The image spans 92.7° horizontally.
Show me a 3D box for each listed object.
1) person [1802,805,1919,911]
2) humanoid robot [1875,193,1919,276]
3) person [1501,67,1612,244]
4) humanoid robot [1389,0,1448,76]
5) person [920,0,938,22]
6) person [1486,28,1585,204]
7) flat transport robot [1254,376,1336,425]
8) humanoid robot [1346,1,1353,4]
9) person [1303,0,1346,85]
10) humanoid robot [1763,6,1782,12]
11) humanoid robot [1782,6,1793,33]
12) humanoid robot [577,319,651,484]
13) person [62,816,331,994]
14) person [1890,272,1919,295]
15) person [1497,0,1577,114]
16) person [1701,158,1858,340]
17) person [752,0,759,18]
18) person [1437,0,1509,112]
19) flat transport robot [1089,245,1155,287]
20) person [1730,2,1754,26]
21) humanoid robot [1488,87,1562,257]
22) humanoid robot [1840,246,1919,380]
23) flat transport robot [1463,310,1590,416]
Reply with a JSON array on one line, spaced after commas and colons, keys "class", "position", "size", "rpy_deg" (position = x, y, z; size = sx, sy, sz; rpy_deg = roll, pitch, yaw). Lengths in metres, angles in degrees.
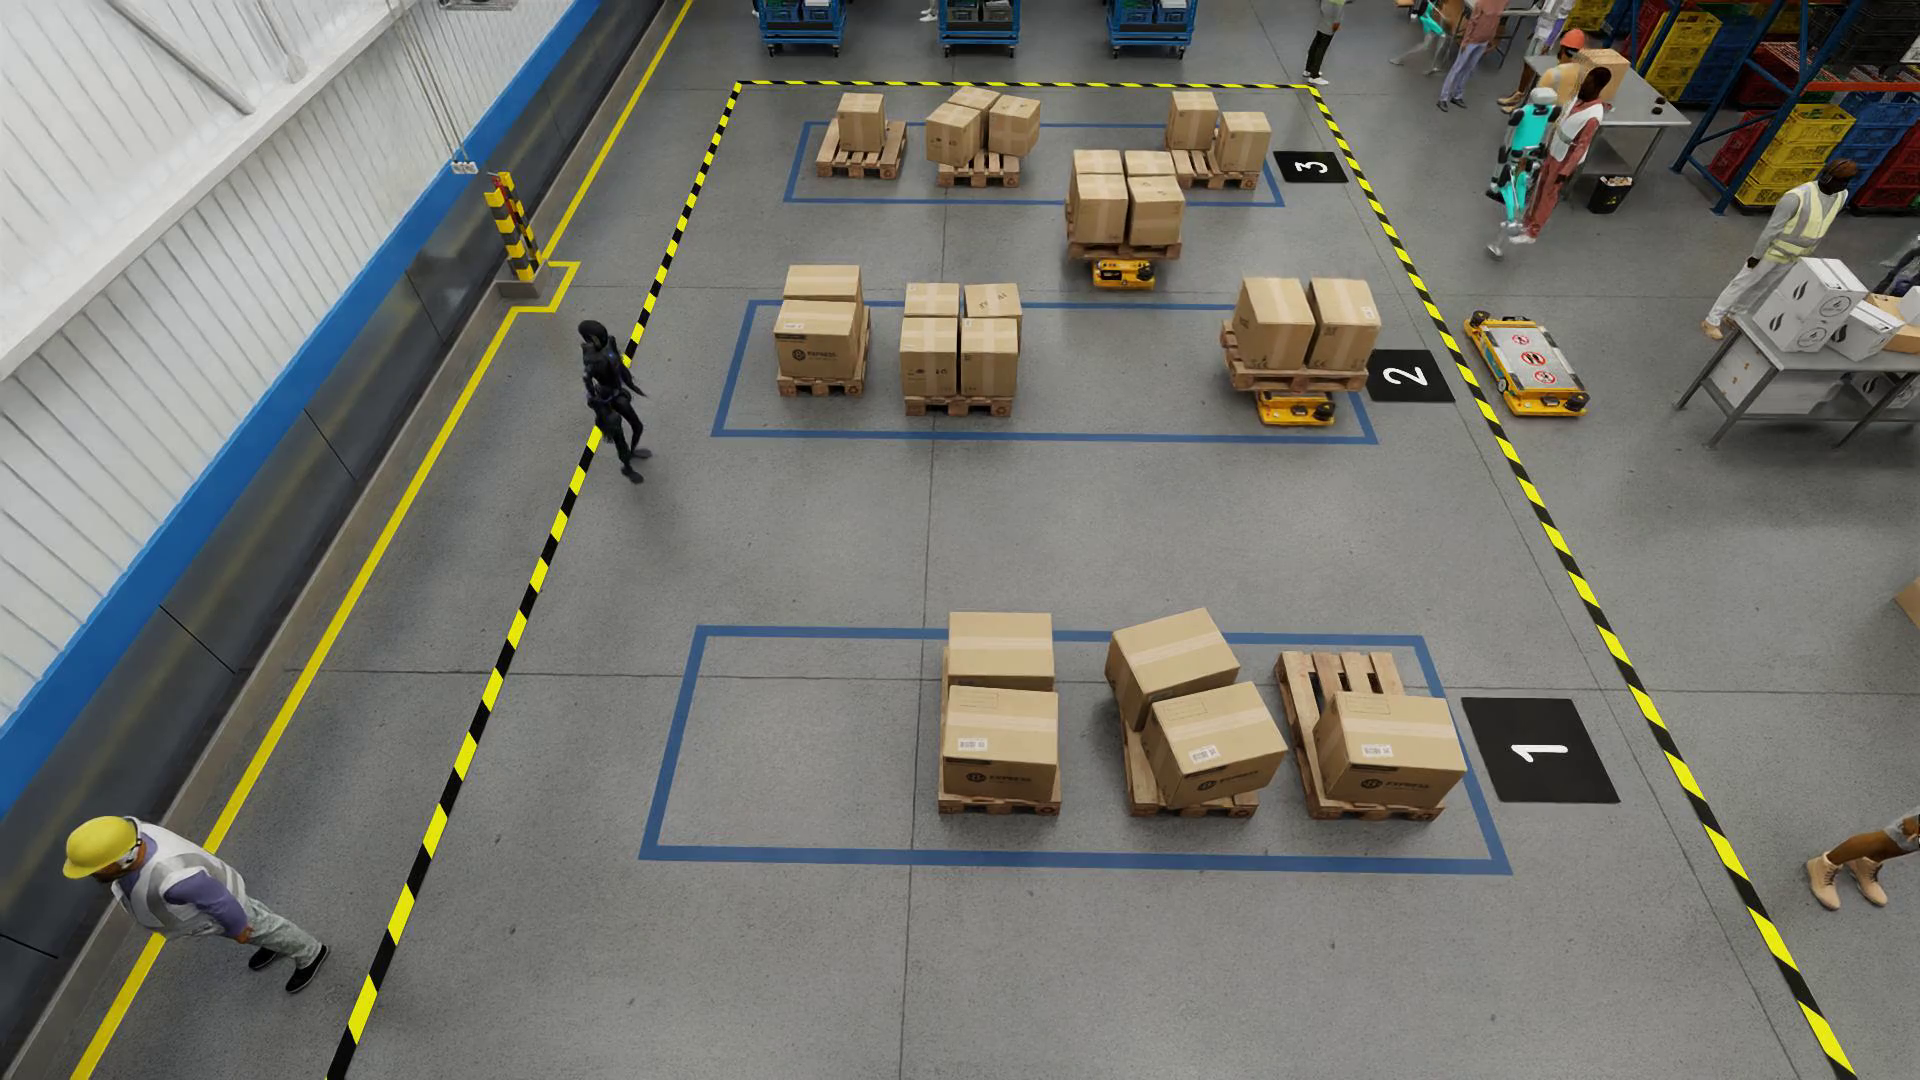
[{"class": "person", "position": [5.594, 1.543, 5.034], "size": [0.610, 2.029, 0.402], "rpy_deg": [-1, 49, -1]}, {"class": "humanoid robot", "position": [10.583, -3.655, 9.710], "size": [0.681, 1.771, 0.547], "rpy_deg": [-3, 49, -3]}, {"class": "person", "position": [6.605, -4.190, 10.069], "size": [0.397, 1.920, 0.587], "rpy_deg": [6, 49, 5]}, {"class": "humanoid robot", "position": [6.909, -7.590, 13.167], "size": [0.531, 1.780, 1.018], "rpy_deg": [-33, 57, -25]}, {"class": "person", "position": [-0.507, -9.237, 14.473], "size": [0.310, 1.864, 0.528], "rpy_deg": [3, 49, 3]}, {"class": "person", "position": [6.699, -4.884, 10.672], "size": [0.651, 1.913, 0.434], "rpy_deg": [-18, 52, -15]}, {"class": "flat transport robot", "position": [3.170, -1.664, 8.956], "size": [0.652, 0.197, 1.431], "rpy_deg": [1, 49, 1]}, {"class": "humanoid robot", "position": [6.361, -9.627, 14.951], "size": [0.652, 1.637, 0.602], "rpy_deg": [-4, 49, -3]}, {"class": "person", "position": [5.261, -7.441, 12.927], "size": [0.367, 1.852, 0.589], "rpy_deg": [-1, 49, 0]}, {"class": "humanoid robot", "position": [13.555, -9.394, 14.730], "size": [0.587, 1.637, 0.396], "rpy_deg": [11, 50, 9]}, {"class": "humanoid robot", "position": [13.309, -8.742, 14.160], "size": [0.599, 1.655, 0.315], "rpy_deg": [-10, 50, -9]}, {"class": "humanoid robot", "position": [-2.883, -1.151, 7.595], "size": [0.386, 1.642, 0.599], "rpy_deg": [6, 49, 5]}, {"class": "person", "position": [-3.991, 1.921, 4.833], "size": [0.589, 1.837, 0.404], "rpy_deg": [21, 52, 17]}, {"class": "person", "position": [10.298, -3.173, 9.251], "size": [0.358, 1.832, 0.500], "rpy_deg": [-10, 50, -9]}, {"class": "person", "position": [7.777, -6.763, 12.225], "size": [0.404, 2.035, 0.598], "rpy_deg": [3, 49, 2]}, {"class": "person", "position": [7.985, -2.802, 8.918], "size": [0.625, 1.844, 0.429], "rpy_deg": [-9, 50, -8]}, {"class": "person", "position": [-3.290, -9.367, 14.581], "size": [0.516, 1.872, 0.336], "rpy_deg": [-12, 50, -11]}, {"class": "person", "position": [6.990, -6.733, 12.369], "size": [0.523, 1.769, 0.319], "rpy_deg": [-15, 51, -12]}, {"class": "flat transport robot", "position": [1.809, -3.372, 10.434], "size": [0.652, 0.197, 1.431], "rpy_deg": [1, 49, 1]}, {"class": "person", "position": [10.934, -7.410, 12.982], "size": [0.631, 1.719, 0.493], "rpy_deg": [2, 49, 2]}, {"class": "humanoid robot", "position": [6.066, -3.833, 9.891], "size": [0.557, 1.790, 0.803], "rpy_deg": [-6, 49, -5]}, {"class": "humanoid robot", "position": [8.808, -2.175, 8.499], "size": [0.607, 1.636, 0.505], "rpy_deg": [36, 58, 27]}, {"class": "flat transport robot", "position": [5.573, -1.757, 9.054], "size": [0.659, 0.231, 1.431], "rpy_deg": [1, 49, 1]}]
